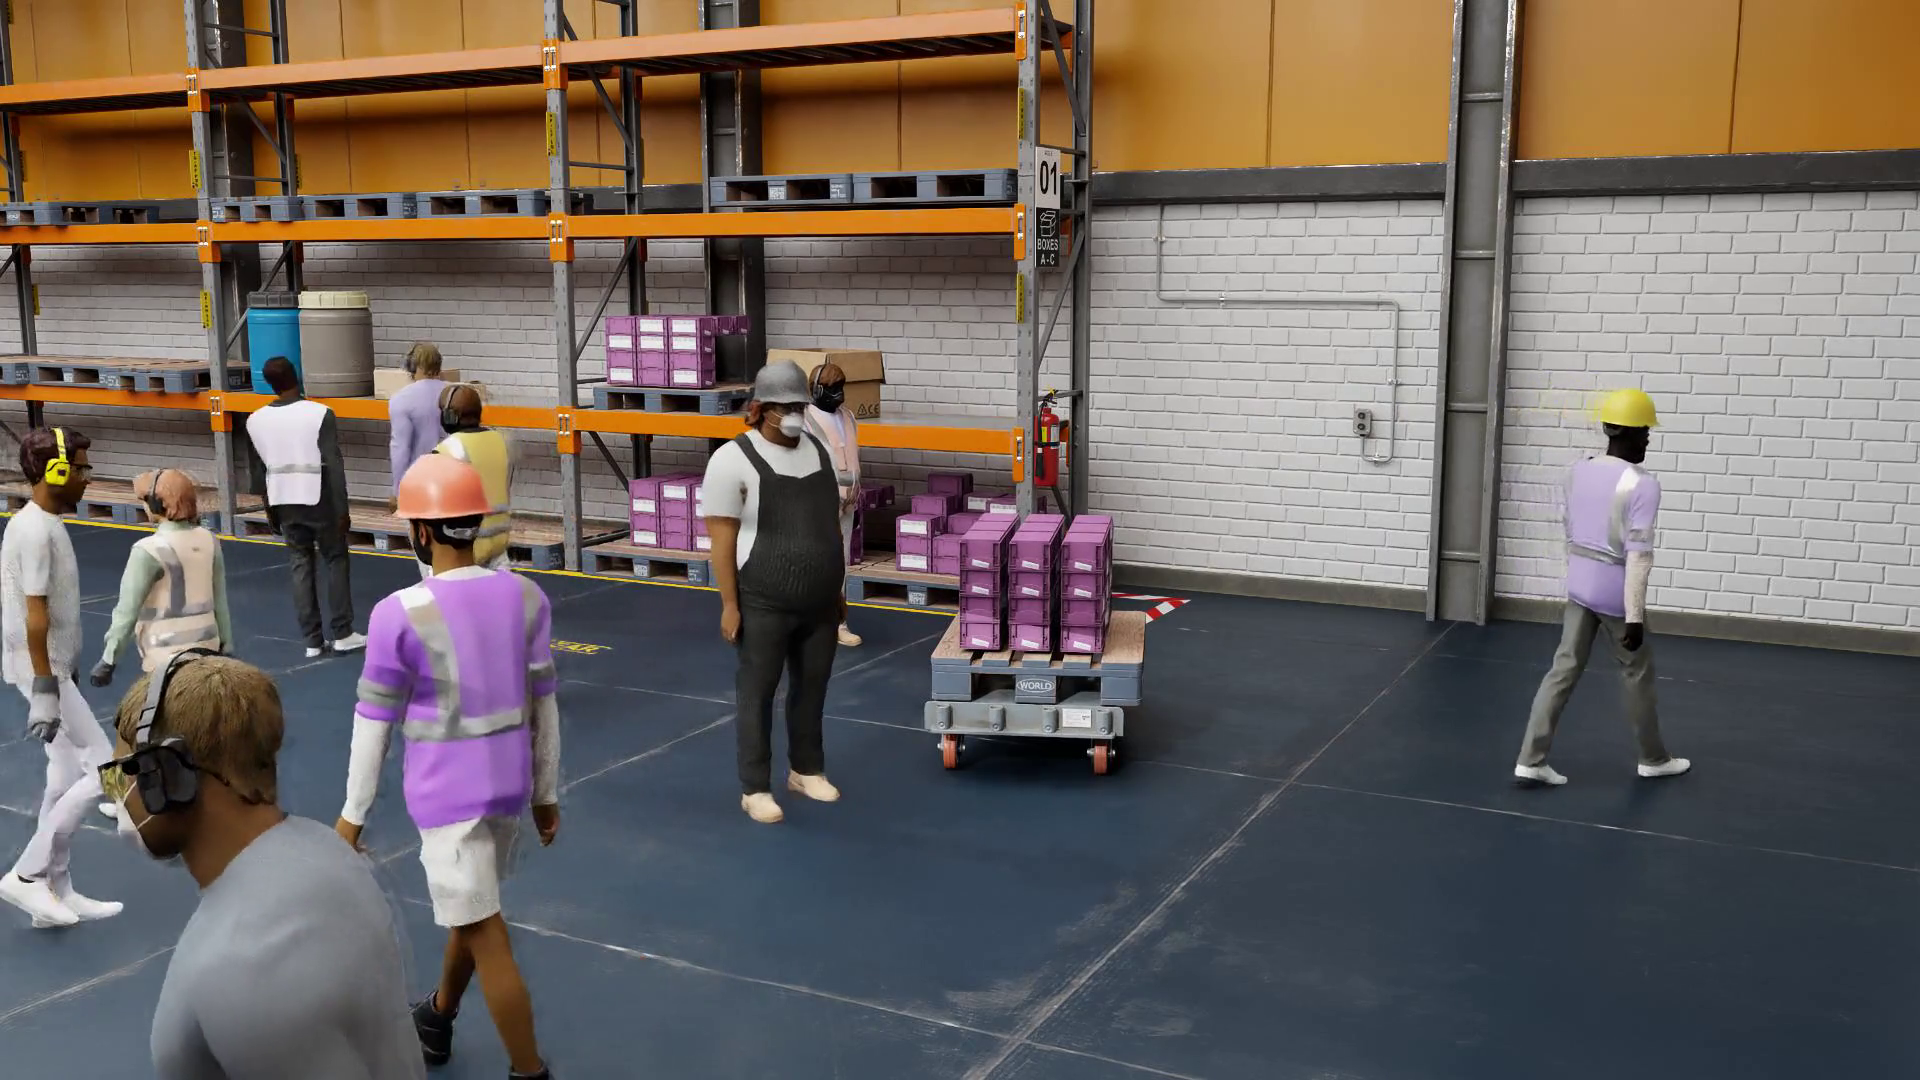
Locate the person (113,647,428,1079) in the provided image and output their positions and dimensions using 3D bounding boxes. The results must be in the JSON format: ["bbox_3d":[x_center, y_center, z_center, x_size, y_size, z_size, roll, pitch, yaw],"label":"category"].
[{"bbox_3d":[-0.898,1.090,2.375,0.534,1.893,0.656,-3,10,-15],"label":"person"}]

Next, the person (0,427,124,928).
[{"bbox_3d":[-3.298,0.510,6.096,0.397,1.844,0.554,-5,11,-29],"label":"person"}]

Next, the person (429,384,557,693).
[{"bbox_3d":[-2.659,0.040,9.167,0.956,1.806,0.629,5,10,26],"label":"person"}]

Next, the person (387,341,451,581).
[{"bbox_3d":[-3.613,-0.375,11.368,0.400,1.939,0.654,5,11,29],"label":"person"}]

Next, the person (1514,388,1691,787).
[{"bbox_3d":[3.011,0.232,7.739,0.974,1.880,0.601,-4,10,-23],"label":"person"}]

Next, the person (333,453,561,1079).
[{"bbox_3d":[-1.478,0.701,4.750,0.948,1.889,0.559,6,11,33],"label":"person"}]

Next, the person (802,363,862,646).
[{"bbox_3d":[-0.845,-0.199,10.534,0.431,1.836,0.619,6,11,31],"label":"person"}]

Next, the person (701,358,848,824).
[{"bbox_3d":[-0.757,0.209,7.360,0.688,2.000,0.538,-8,12,-41],"label":"person"}]

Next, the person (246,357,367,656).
[{"bbox_3d":[-4.137,-0.208,10.453,0.680,1.867,0.394,1,9,7],"label":"person"}]

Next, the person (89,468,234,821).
[{"bbox_3d":[-3.306,0.499,6.943,0.836,1.592,0.524,1,9,7],"label":"person"}]
